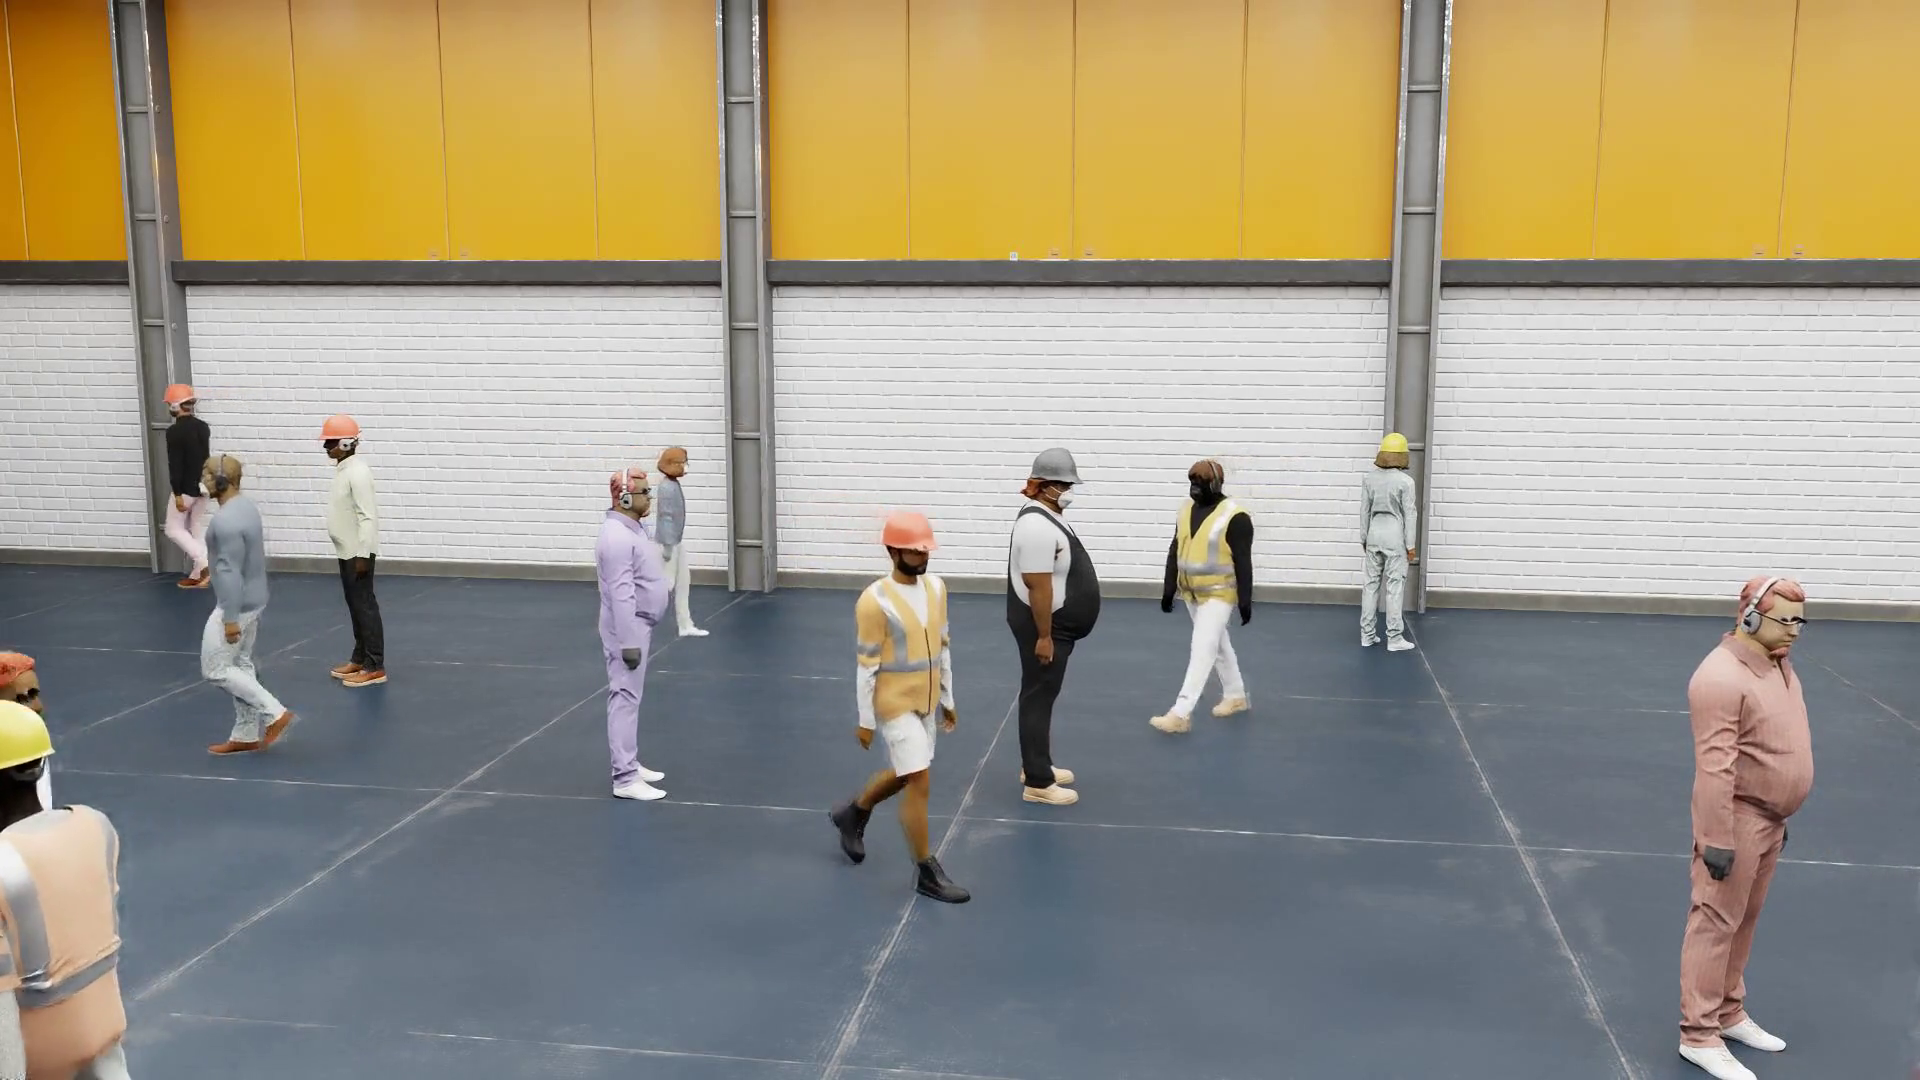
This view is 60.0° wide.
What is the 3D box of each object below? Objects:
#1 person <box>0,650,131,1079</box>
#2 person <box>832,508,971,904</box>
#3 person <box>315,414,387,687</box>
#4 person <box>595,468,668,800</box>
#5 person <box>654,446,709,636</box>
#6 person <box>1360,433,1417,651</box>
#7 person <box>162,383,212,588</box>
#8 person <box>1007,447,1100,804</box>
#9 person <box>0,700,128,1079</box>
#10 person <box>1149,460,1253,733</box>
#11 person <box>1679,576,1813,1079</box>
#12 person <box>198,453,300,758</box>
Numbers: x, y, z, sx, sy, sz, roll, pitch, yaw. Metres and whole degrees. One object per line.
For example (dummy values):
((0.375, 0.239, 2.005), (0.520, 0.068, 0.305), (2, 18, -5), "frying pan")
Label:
((-3.047, 1.260, 5.389), (0.995, 1.822, 0.598), (0, 9, -1), "person")
((-0.316, 0.772, 8.162), (0.890, 1.913, 0.548), (7, 12, 39), "person")
((-4.462, 0.073, 12.188), (0.396, 1.992, 0.623), (-6, 11, -32), "person")
((-1.888, 0.532, 9.627), (0.402, 1.911, 0.638), (-1, 9, -8), "person")
((-2.459, 0.022, 13.692), (0.670, 1.613, 0.509), (0, 9, 0), "person")
((3.448, 0.011, 13.350), (0.319, 1.741, 0.493), (-8, 12, -42), "person")
((-7.271, -0.496, 15.749), (0.487, 1.974, 0.621), (2, 9, 12), "person")
((0.539, 0.471, 9.589), (0.536, 2.000, 0.682), (1, 9, 3), "person")
((-2.592, 1.361, 4.596), (0.965, 1.873, 0.622), (2, 9, 10), "person")
((1.632, 0.356, 11.088), (0.974, 1.790, 0.654), (-6, 11, -33), "person")
((2.996, 1.073, 6.313), (0.406, 1.902, 0.638), (9, 13, 43), "person")
((-4.462, 0.418, 10.285), (0.483, 1.920, 0.646), (-2, 9, -14), "person")
